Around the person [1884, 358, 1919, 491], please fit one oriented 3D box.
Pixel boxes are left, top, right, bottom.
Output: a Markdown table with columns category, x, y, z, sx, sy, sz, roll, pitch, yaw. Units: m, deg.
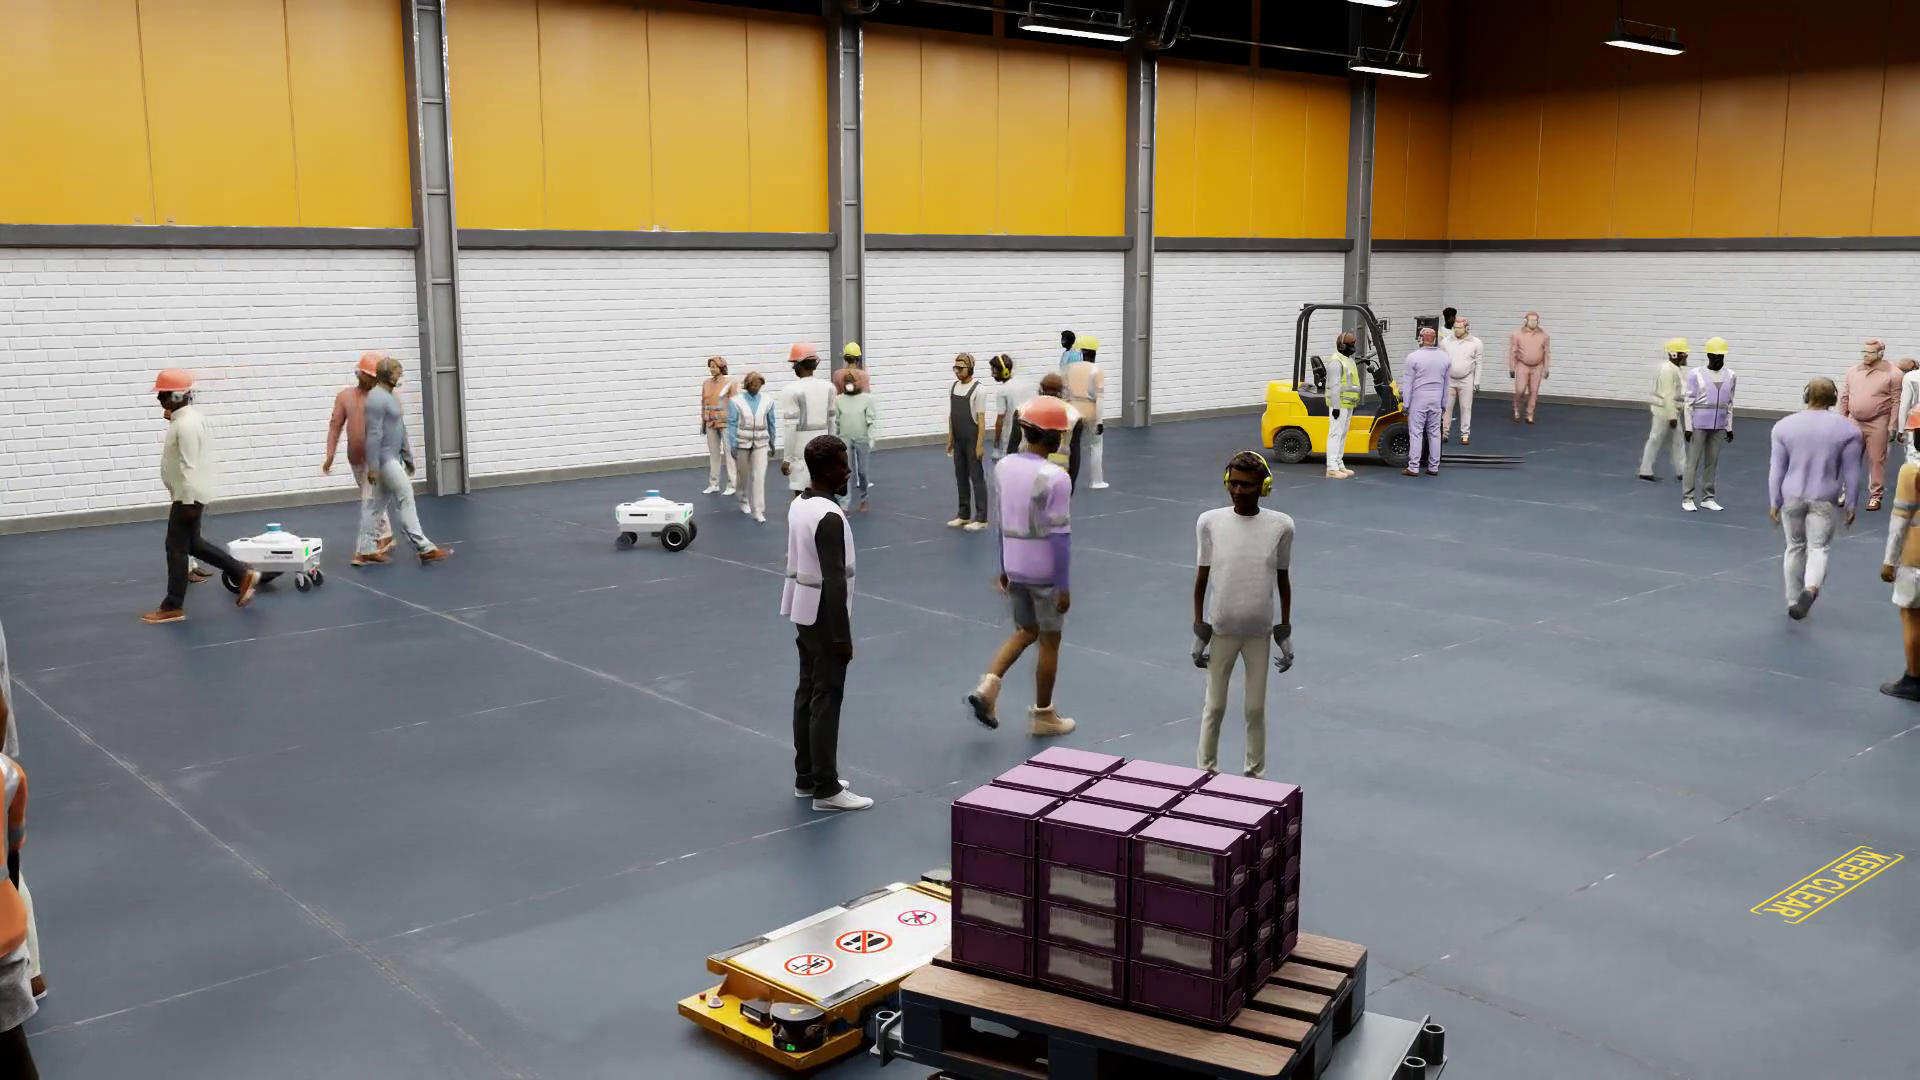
| category | x | y | z | sx | sy | sz | roll | pitch | yaw |
| --- | --- | --- | --- | --- | --- | --- | --- | --- | --- |
| person | 11.316 | -1.381 | 19.965 | 0.857 | 1.588 | 0.523 | -5 | 11 | -27 |

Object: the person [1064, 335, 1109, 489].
| category | x | y | z | sx | sy | sz | roll | pitch | yaw |
| --- | --- | --- | --- | --- | --- | --- | --- | --- | --- |
| person | 1.466 | -1.505 | 19.848 | 0.596 | 1.888 | 0.939 | 7 | 12 | 36 |

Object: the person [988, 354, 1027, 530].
| category | x | y | z | sx | sy | sz | roll | pitch | yaw |
| --- | --- | --- | --- | --- | --- | --- | --- | --- | --- |
| person | 0.616 | -0.982 | 16.978 | 0.560 | 1.826 | 0.610 | 8 | 12 | 38 |

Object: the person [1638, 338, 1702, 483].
| category | x | y | z | sx | sy | sz | roll | pitch | yaw |
| --- | --- | --- | --- | --- | --- | --- | --- | --- | --- |
| person | 8.812 | -1.576 | 20.482 | 0.816 | 1.807 | 0.631 | 6 | 12 | 33 |

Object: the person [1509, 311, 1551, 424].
| category | x | y | z | sx | sy | sz | roll | pitch | yaw |
| --- | --- | --- | --- | --- | --- | --- | --- | --- | --- |
| person | 9.586 | -2.889 | 27.952 | 0.646 | 1.892 | 0.436 | 1 | 10 | 6 |

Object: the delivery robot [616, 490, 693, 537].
| category | x | y | z | sx | sy | sz | roll | pitch | yaw |
| --- | --- | --- | --- | --- | --- | --- | --- | --- | --- |
| delivery robot | -2.948 | -0.237 | 16.043 | 0.707 | 0.478 | 0.477 | 0 | 10 | 1 |

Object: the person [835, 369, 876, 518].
| category | x | y | z | sx | sy | sz | roll | pitch | yaw |
| --- | --- | --- | --- | --- | --- | --- | --- | --- | --- |
| person | -1.145 | -1.050 | 18.009 | 0.508 | 1.606 | 0.724 | 1 | 10 | 6 |

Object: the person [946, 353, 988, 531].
| category | x | y | z | sx | sy | sz | roll | pitch | yaw |
| --- | --- | --- | --- | --- | --- | --- | --- | --- | --- |
| person | 0.066 | -1.007 | 17.100 | 0.353 | 1.837 | 0.504 | -8 | 13 | -40 |

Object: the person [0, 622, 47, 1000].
| category | x | y | z | sx | sy | sz | roll | pitch | yaw |
| --- | --- | --- | --- | --- | --- | --- | --- | --- | --- |
| person | -3.673 | 0.842 | 6.177 | 0.311 | 1.861 | 0.533 | -9 | 13 | -41 |

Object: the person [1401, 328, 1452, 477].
| category | x | y | z | sx | sy | sz | roll | pitch | yaw |
| --- | --- | --- | --- | --- | --- | --- | --- | --- | --- |
| person | 5.951 | -1.760 | 21.315 | 0.641 | 1.902 | 0.402 | -3 | 10 | -17 |

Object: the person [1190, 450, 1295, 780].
| category | x | y | z | sx | sy | sz | roll | pitch | yaw |
| --- | --- | --- | --- | --- | --- | --- | --- | --- | --- |
| person | 1.416 | 0.478 | 8.327 | 0.520 | 1.859 | 0.333 | 1 | 10 | 4 |

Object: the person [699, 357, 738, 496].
| category | x | y | z | sx | sy | sz | roll | pitch | yaw |
| --- | --- | --- | --- | --- | --- | --- | --- | --- | --- |
| person | -2.834 | -1.343 | 19.641 | 0.527 | 1.637 | 0.310 | 6 | 11 | 31 |

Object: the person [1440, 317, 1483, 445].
| category | x | y | z | sx | sy | sz | roll | pitch | yaw |
| --- | --- | --- | --- | --- | --- | --- | --- | --- | --- |
| person | 7.465 | -2.373 | 24.889 | 0.642 | 1.902 | 0.399 | 4 | 11 | 24 |

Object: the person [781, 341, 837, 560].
| category | x | y | z | sx | sy | sz | roll | pitch | yaw |
| --- | --- | --- | --- | --- | --- | --- | --- | --- | --- |
| person | -1.419 | -0.817 | 15.369 | 0.395 | 2.038 | 0.614 | 9 | 13 | 43 |

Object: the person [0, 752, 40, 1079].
| category | x | y | z | sx | sy | sz | roll | pitch | yaw |
| --- | --- | --- | --- | --- | --- | --- | --- | --- | --- |
| person | -2.858 | 1.172 | 4.728 | 0.316 | 1.697 | 0.540 | 1 | 10 | 8 |

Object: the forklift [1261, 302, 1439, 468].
| category | x | y | z | sx | sy | sz | roll | pitch | yaw |
| --- | --- | --- | --- | --- | --- | --- | --- | --- | --- |
| forklift | 5.320 | -2.157 | 22.763 | 2.313 | 2.155 | 1.214 | 3 | 10 | 16 |

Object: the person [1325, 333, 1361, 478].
| category | x | y | z | sx | sy | sz | roll | pitch | yaw |
| --- | --- | --- | --- | --- | --- | --- | --- | --- | --- |
| person | 4.881 | -1.714 | 21.201 | 0.429 | 1.842 | 0.633 | 5 | 11 | 28 |

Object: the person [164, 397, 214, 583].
| category | x | y | z | sx | sy | sz | roll | pitch | yaw |
| --- | --- | --- | --- | --- | --- | --- | --- | --- | --- |
| person | -6.699 | -0.453 | 14.417 | 0.280 | 1.636 | 0.500 | -2 | 10 | -11 |

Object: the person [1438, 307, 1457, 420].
| category | x | y | z | sx | sy | sz | roll | pitch | yaw |
| --- | --- | --- | --- | --- | --- | --- | --- | --- | --- |
| person | 8.298 | -2.999 | 28.416 | 0.610 | 1.952 | 0.396 | -6 | 12 | -33 |

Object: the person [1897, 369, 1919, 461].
| category | x | y | z | sx | sy | sz | roll | pitch | yaw |
| --- | --- | --- | --- | --- | --- | --- | --- | --- | --- |
| person | 10.535 | -1.205 | 18.097 | 0.581 | 1.882 | 0.339 | 5 | 11 | 28 |

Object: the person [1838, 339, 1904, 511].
| category | x | y | z | sx | sy | sz | roll | pitch | yaw |
| --- | --- | --- | --- | --- | --- | --- | --- | --- | --- |
| person | 10.076 | -1.279 | 18.474 | 0.403 | 1.904 | 0.651 | -7 | 12 | -36 |

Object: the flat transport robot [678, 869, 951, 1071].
| category | x | y | z | sx | sy | sz | roll | pitch | yaw |
| --- | --- | --- | --- | --- | --- | --- | --- | --- | --- |
| flat transport robot | -0.314 | 1.602 | 6.377 | 0.652 | 0.197 | 1.431 | 9 | 13 | 41 |

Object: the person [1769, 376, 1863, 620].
| category | x | y | z | sx | sy | sz | roll | pitch | yaw |
| --- | --- | --- | --- | --- | --- | --- | --- | --- | --- |
| person | 6.516 | -0.298 | 12.735 | 0.643 | 1.912 | 0.821 | 6 | 11 | 32 |

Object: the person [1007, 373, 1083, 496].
| category | x | y | z | sx | sy | sz | roll | pitch | yaw |
| --- | --- | --- | --- | --- | --- | --- | --- | --- | --- |
| person | 0.731 | -0.540 | 14.462 | 0.675 | 1.807 | 0.528 | 0 | 10 | 2 |

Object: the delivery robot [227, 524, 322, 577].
| category | x | y | z | sx | sy | sz | roll | pitch | yaw |
| --- | --- | --- | --- | --- | --- | --- | --- | --- | --- |
| delivery robot | -5.775 | 0.105 | 14.037 | 0.707 | 0.478 | 0.477 | 0 | 10 | 1 |

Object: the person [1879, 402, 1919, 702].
| category | x | y | z | sx | sy | sz | roll | pitch | yaw |
| --- | --- | --- | --- | --- | --- | --- | --- | --- | --- |
| person | 6.093 | 0.094 | 10.419 | 0.546 | 1.916 | 0.551 | -4 | 10 | -21 |

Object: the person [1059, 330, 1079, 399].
| category | x | y | z | sx | sy | sz | roll | pitch | yaw |
| --- | --- | --- | --- | --- | --- | --- | --- | --- | --- |
| person | 1.678 | -2.364 | 25.456 | 0.321 | 1.691 | 0.537 | -2 | 10 | -13 |

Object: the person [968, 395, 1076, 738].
| category | x | y | z | sx | sy | sz | roll | pitch | yaw |
| --- | --- | --- | --- | --- | --- | --- | --- | --- | --- |
| person | 0.391 | 0.175 | 9.613 | 0.586 | 2.021 | 0.622 | -8 | 12 | -37 |

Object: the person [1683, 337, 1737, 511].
| category | x | y | z | sx | sy | sz | roll | pitch | yaw |
| --- | --- | --- | --- | --- | --- | --- | --- | --- | --- |
| person | 8.285 | -1.276 | 18.383 | 0.588 | 1.928 | 0.383 | -1 | 10 | -8 |

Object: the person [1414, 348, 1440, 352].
| category | x | y | z | sx | sy | sz | roll | pitch | yaw |
| --- | --- | --- | --- | --- | --- | --- | --- | --- | --- |
| person | 7.016 | -2.341 | 25.116 | 0.568 | 1.758 | 0.379 | -3 | 10 | -18 |

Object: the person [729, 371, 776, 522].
| category | x | y | z | sx | sy | sz | roll | pitch | yaw |
| --- | --- | --- | --- | --- | --- | --- | --- | --- | --- |
| person | -2.241 | -1.025 | 17.902 | 0.522 | 1.604 | 0.841 | -3 | 10 | -15 |

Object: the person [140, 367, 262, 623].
| category | x | y | z | sx | sy | sz | roll | pitch | yaw |
| --- | --- | --- | --- | --- | --- | --- | --- | --- | --- |
| person | -5.941 | -0.359 | 12.892 | 0.835 | 1.971 | 0.641 | -5 | 11 | -25 |

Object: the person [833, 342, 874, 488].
| category | x | y | z | sx | sy | sz | roll | pitch | yaw |
| --- | --- | --- | --- | --- | --- | --- | --- | --- | --- |
| person | -1.299 | -1.517 | 20.261 | 0.531 | 1.772 | 0.301 | 5 | 11 | 26 |

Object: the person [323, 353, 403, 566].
| category | x | y | z | sx | sy | sz | roll | pitch | yaw |
| --- | --- | --- | --- | --- | --- | --- | --- | --- | --- |
| person | -5.483 | -0.770 | 15.443 | 0.637 | 1.930 | 1.004 | 2 | 10 | 9 |

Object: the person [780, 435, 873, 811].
| category | x | y | z | sx | sy | sz | roll | pitch | yaw |
| --- | --- | --- | --- | --- | --- | --- | --- | --- | --- |
| person | -0.705 | 0.418 | 8.492 | 0.392 | 1.920 | 0.587 | -4 | 11 | -23 |

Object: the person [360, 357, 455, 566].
| category | x | y | z | sx | sy | sz | roll | pitch | yaw |
| --- | --- | --- | --- | --- | --- | --- | --- | --- | --- |
| person | -5.060 | -0.704 | 15.105 | 0.945 | 1.897 | 0.664 | -2 | 10 | -9 |
